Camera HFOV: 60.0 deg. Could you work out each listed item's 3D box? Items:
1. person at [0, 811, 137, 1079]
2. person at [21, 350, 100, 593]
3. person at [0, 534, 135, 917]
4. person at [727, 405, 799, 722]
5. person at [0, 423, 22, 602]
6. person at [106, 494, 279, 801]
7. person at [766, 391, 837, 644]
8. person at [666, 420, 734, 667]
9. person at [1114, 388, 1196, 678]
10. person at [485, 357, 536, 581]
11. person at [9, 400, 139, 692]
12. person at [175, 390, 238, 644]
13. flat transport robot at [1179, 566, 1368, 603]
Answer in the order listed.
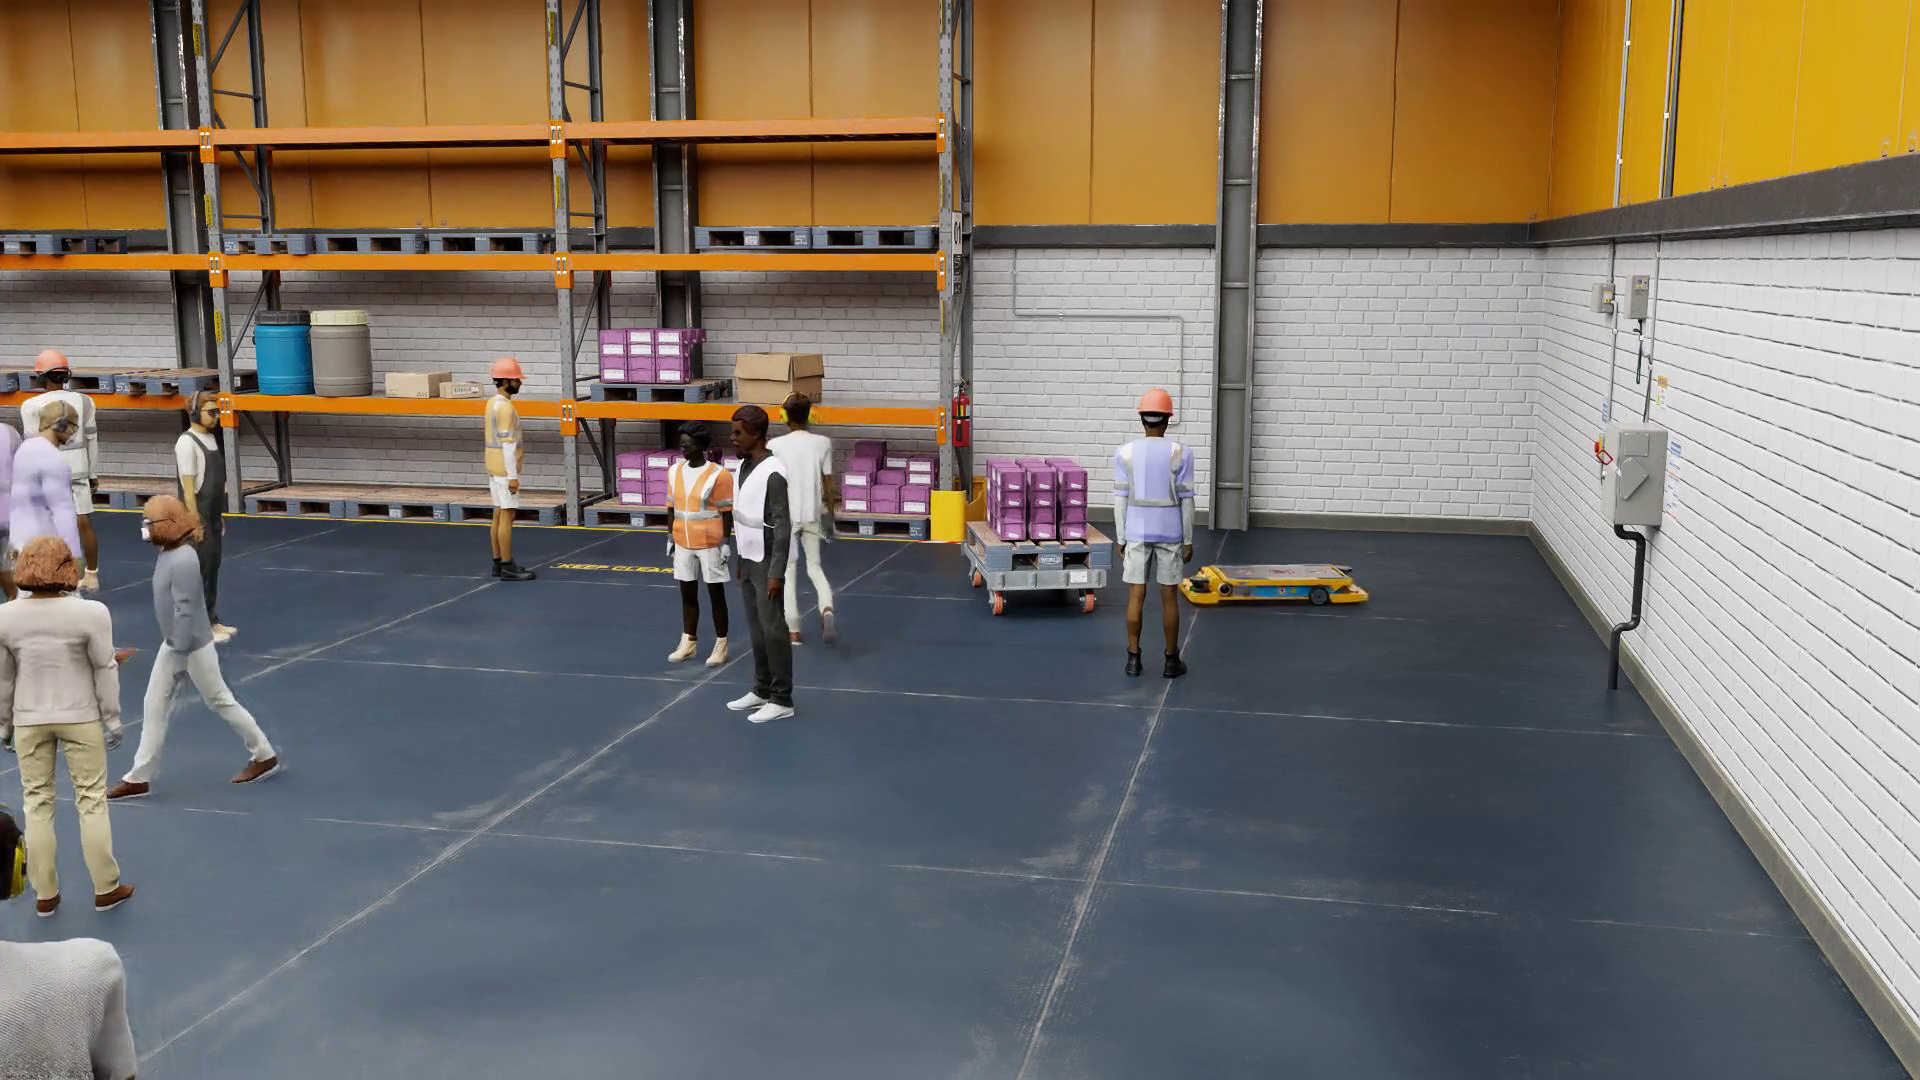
[{"bbox_3d":[-1.737,1.362,3.013,0.405,1.852,0.535,6,11,31],"label":"person"},{"bbox_3d":[-7.416,-0.544,13.721,0.373,2.043,0.615,5,11,29],"label":"person"},{"bbox_3d":[-3.825,0.785,7.058,0.501,1.633,0.281,-2,10,-11],"label":"person"},{"bbox_3d":[-1.188,0.136,10.070,0.371,1.915,0.595,-5,11,-28],"label":"person"},{"bbox_3d":[-6.570,-0.113,11.171,0.376,2.044,0.607,2,10,10],"label":"person"},{"bbox_3d":[-4.022,0.544,8.645,0.875,1.581,0.506,-8,12,-38],"label":"person"},{"bbox_3d":[-1.132,-0.134,11.880,0.515,1.854,0.635,-4,11,-24],"label":"person"},{"bbox_3d":[-1.787,0.021,11.390,0.539,1.698,0.318,5,11,25],"label":"person"},{"bbox_3d":[1.293,-0.040,11.064,0.543,1.933,0.363,2,10,14],"label":"person"},{"bbox_3d":[-3.924,-0.615,14.452,0.379,1.938,0.547,-5,11,-27],"label":"person"},{"bbox_3d":[-5.828,0.037,10.767,0.993,1.869,0.689,-8,13,-41],"label":"person"},{"bbox_3d":[-5.485,-0.167,12.078,0.329,1.843,0.513,-1,10,-5],"label":"person"},{"bbox_3d":[2.557,0.354,13.638,1.431,0.197,0.652,0,10,-1],"label":"flat transport robot"}]
